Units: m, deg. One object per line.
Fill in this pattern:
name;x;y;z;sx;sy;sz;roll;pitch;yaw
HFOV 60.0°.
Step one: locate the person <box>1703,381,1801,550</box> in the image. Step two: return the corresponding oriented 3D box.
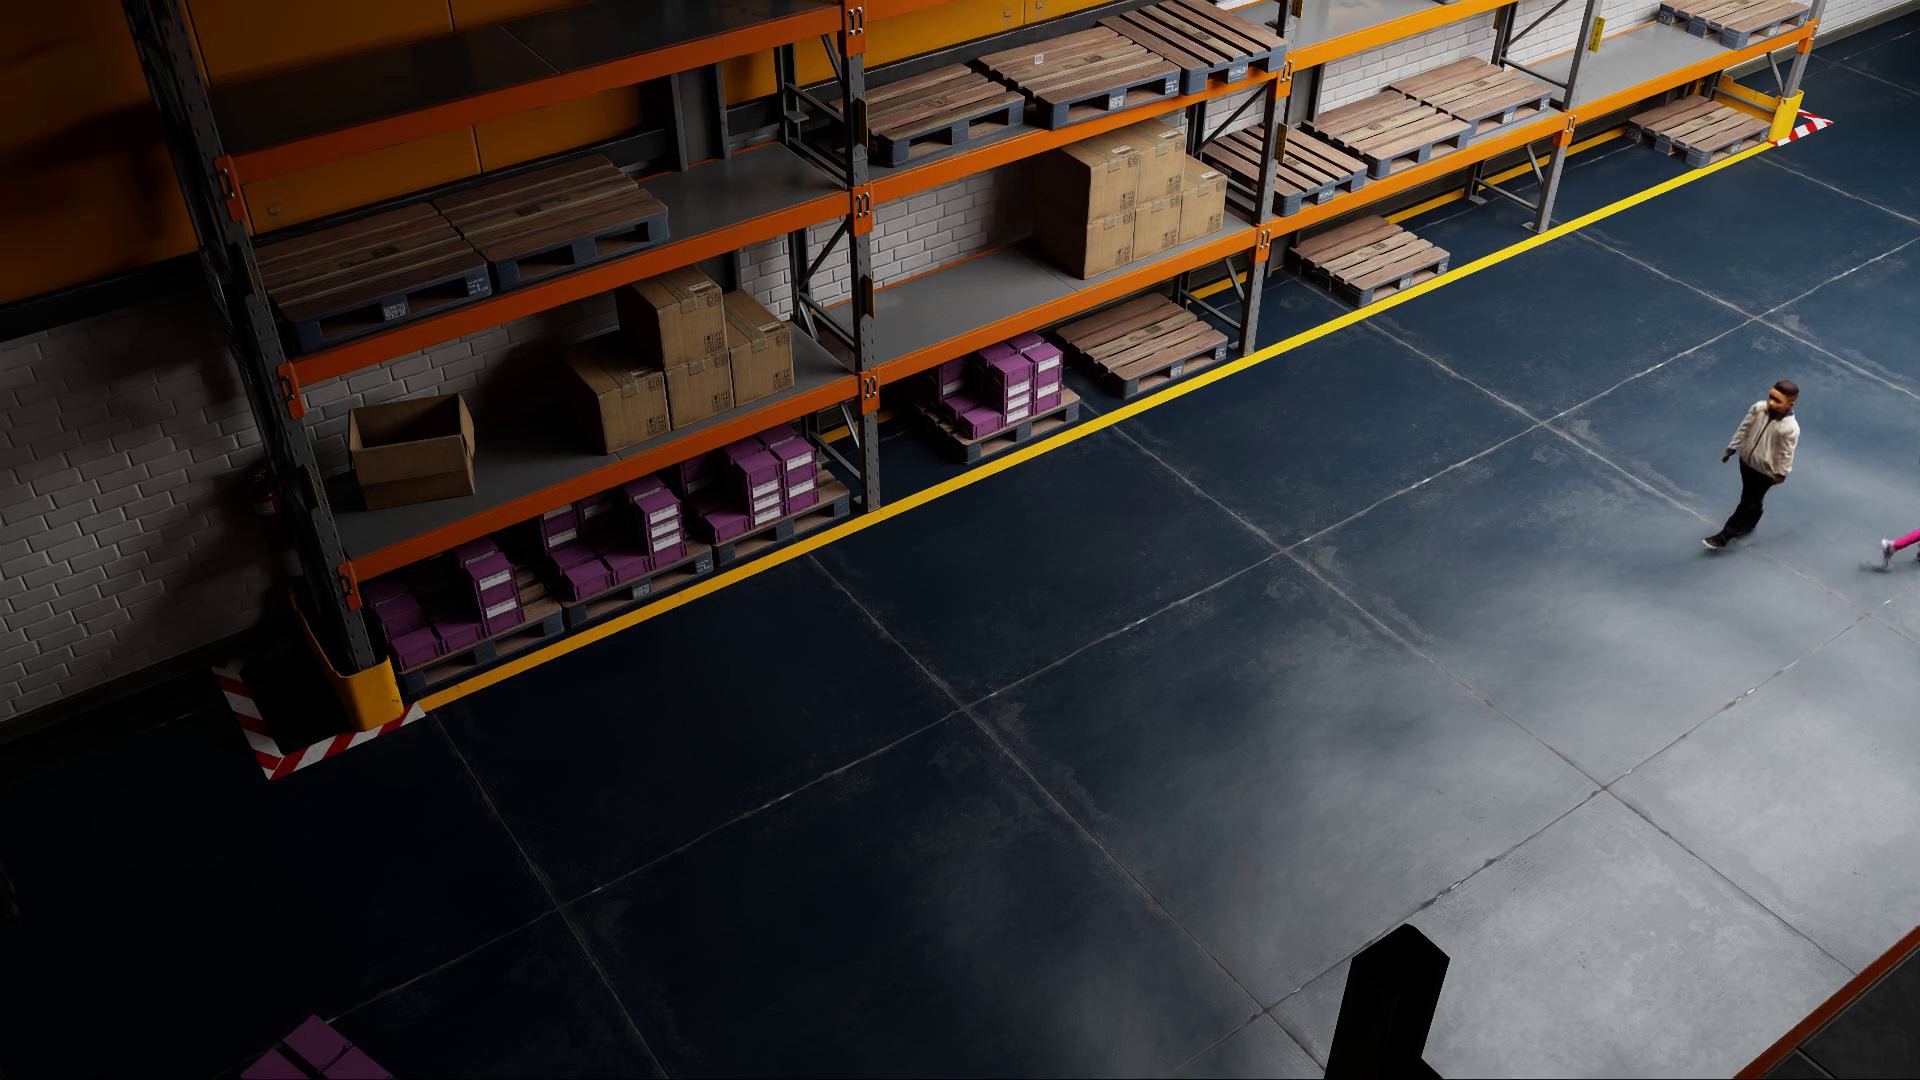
person;6.068;-0.594;12.475;0.921;1.426;0.699;-15;41;-18
